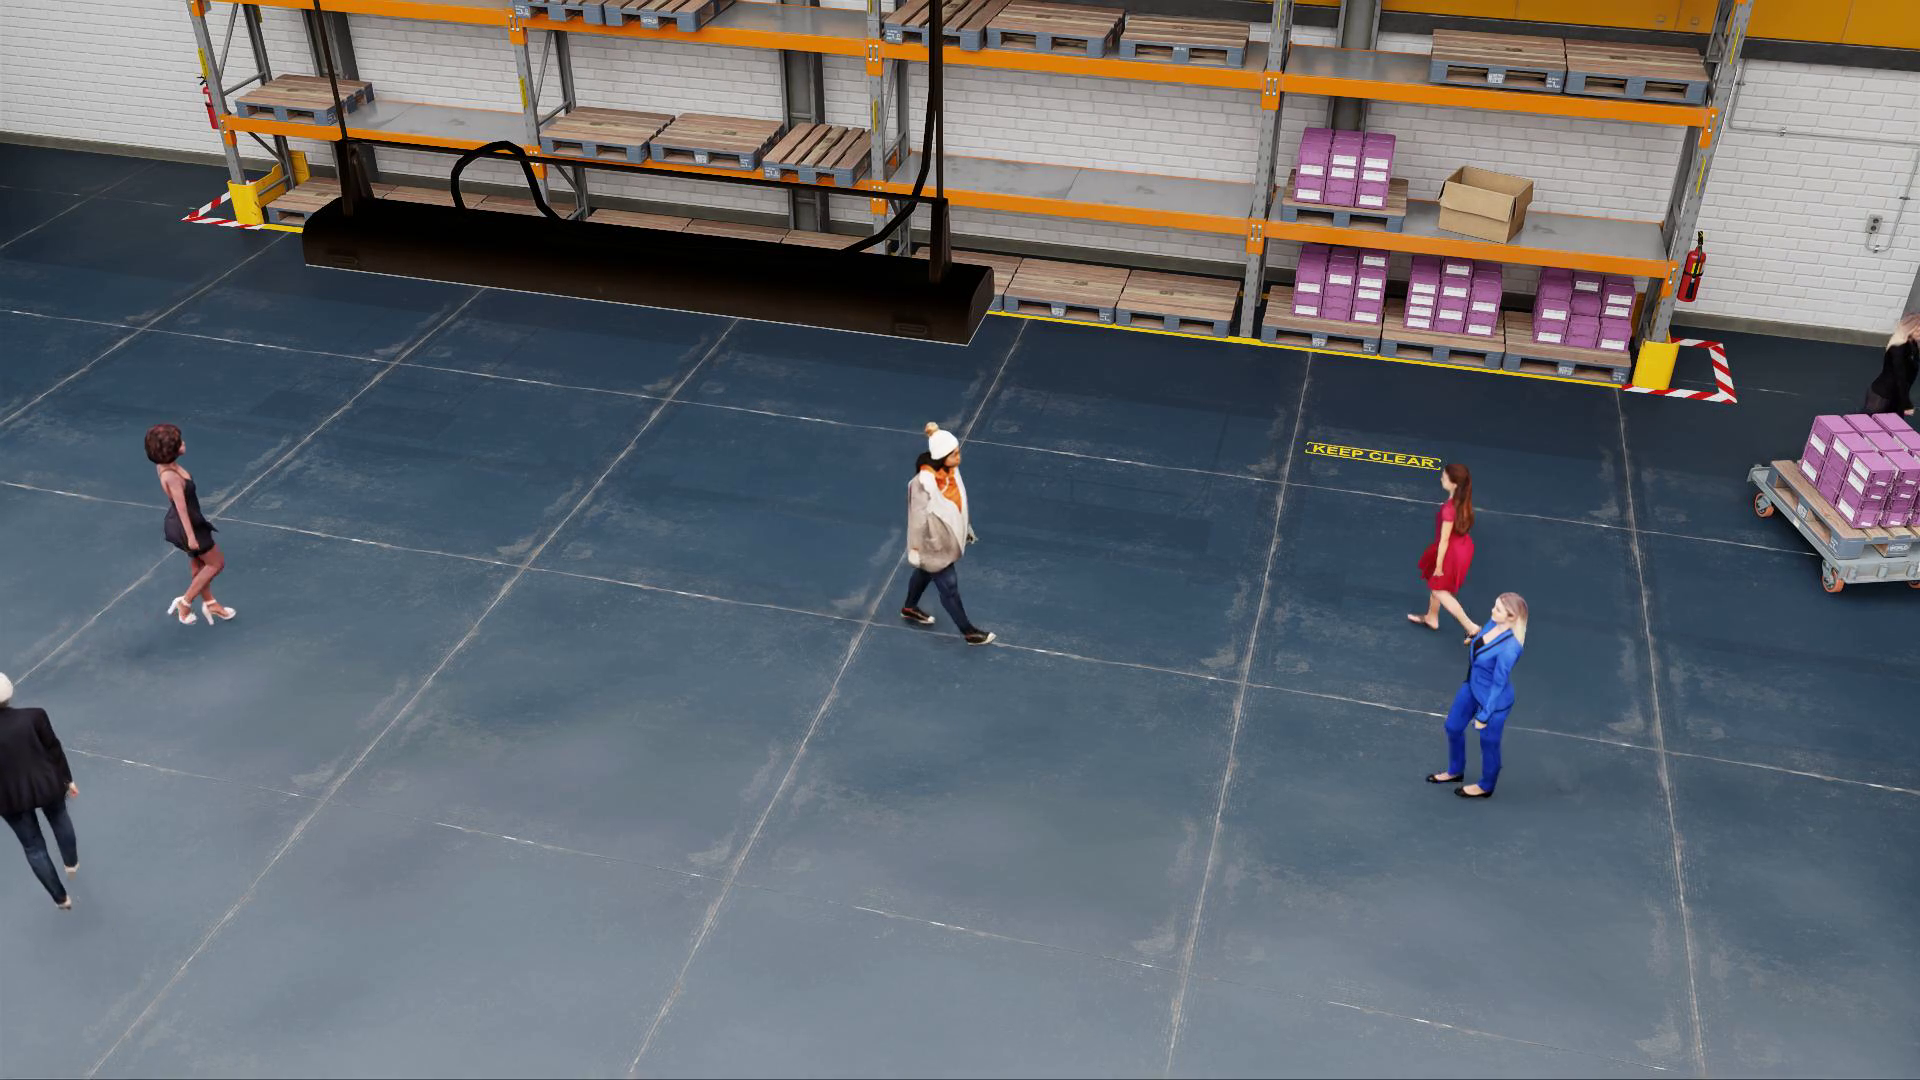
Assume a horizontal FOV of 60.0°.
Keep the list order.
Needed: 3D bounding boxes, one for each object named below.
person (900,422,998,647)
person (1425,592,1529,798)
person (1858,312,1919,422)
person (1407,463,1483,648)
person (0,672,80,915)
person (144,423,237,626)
[{"bbox_3d":[-0.257,-0.057,12.659,1.178,1.845,0.848,15,36,21],"label":"person"},{"bbox_3d":[3.626,1.058,11.122,0.760,1.691,0.732,0,34,0],"label":"person"},{"bbox_3d":[8.030,-1.254,14.637,1.131,1.649,0.868,21,39,28],"label":"person"},{"bbox_3d":[3.802,0.135,12.657,0.971,1.529,0.799,28,43,35],"label":"person"},{"bbox_3d":[-5.643,1.603,10.063,0.985,1.772,0.969,-23,40,-30],"label":"person"},{"bbox_3d":[-5.981,-0.056,12.718,0.853,1.779,0.802,-20,39,-27],"label":"person"}]
